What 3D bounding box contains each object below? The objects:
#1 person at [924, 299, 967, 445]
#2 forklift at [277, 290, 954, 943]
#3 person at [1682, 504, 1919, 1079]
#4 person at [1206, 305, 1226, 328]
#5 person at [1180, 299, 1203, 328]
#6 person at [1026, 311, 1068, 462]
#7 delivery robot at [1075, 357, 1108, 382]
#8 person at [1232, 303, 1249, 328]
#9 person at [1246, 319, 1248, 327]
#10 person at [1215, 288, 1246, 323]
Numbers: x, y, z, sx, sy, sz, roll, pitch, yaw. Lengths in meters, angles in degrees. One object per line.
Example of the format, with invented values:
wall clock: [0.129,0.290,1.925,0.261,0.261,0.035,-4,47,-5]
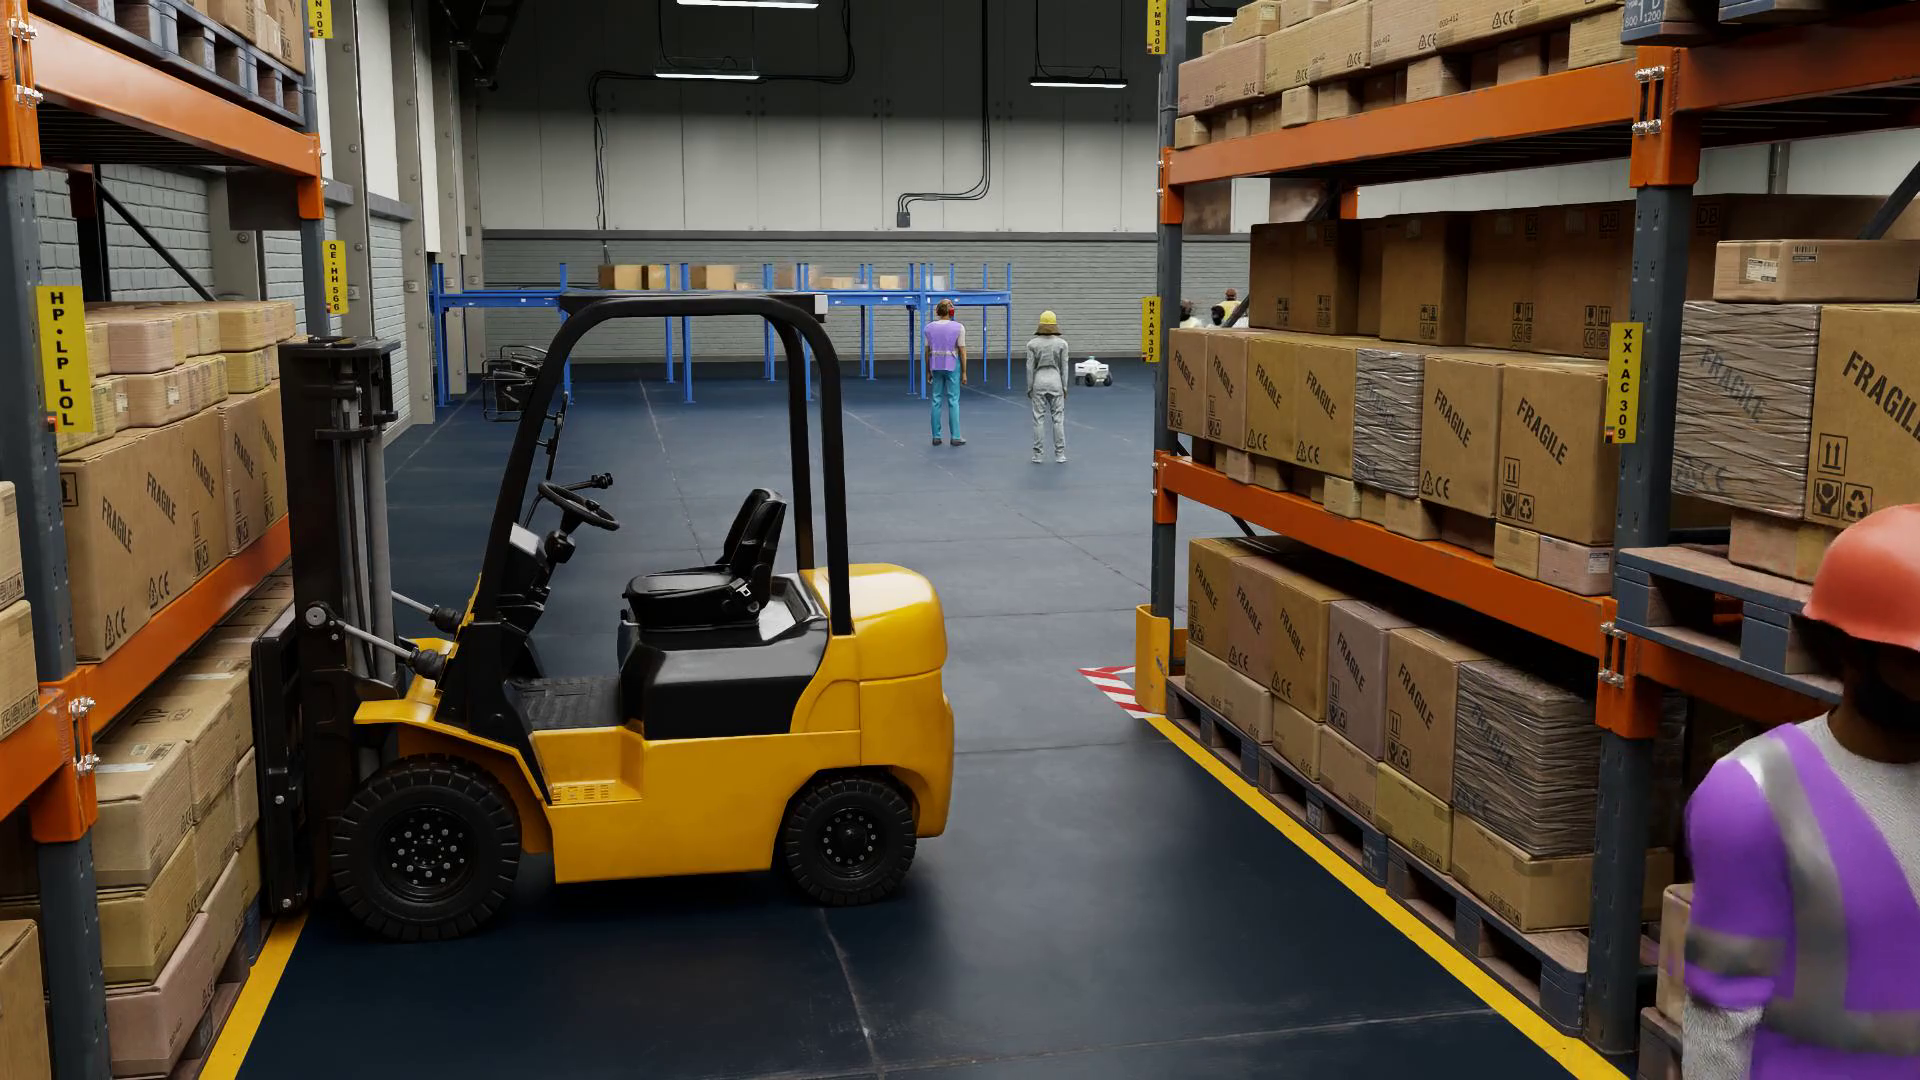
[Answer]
person: [-0.186,-2.135,21.141,0.565,1.850,0.390,4,10,21]
forklift: [-1.179,0.175,6.143,2.313,2.155,1.214,-2,10,-12]
person: [1.338,0.889,2.488,0.579,1.920,0.430,-3,10,-15]
person: [4.058,-2.837,25.946,0.740,1.672,0.539,-7,12,-36]
person: [3.172,-2.485,23.389,0.868,1.817,0.626,-6,11,-31]
person: [1.009,-1.774,19.259,0.487,1.744,0.312,1,9,3]
delivery robot: [2.519,-3.265,31.811,0.477,0.478,0.707,-6,11,-32]
person: [5.091,-3.468,29.977,0.527,1.618,0.354,-8,12,-41]
person: [4.156,-2.458,22.959,0.639,1.903,0.409,-6,11,-31]
person: [5.351,-4.052,32.871,0.625,1.838,0.429,2,10,14]
